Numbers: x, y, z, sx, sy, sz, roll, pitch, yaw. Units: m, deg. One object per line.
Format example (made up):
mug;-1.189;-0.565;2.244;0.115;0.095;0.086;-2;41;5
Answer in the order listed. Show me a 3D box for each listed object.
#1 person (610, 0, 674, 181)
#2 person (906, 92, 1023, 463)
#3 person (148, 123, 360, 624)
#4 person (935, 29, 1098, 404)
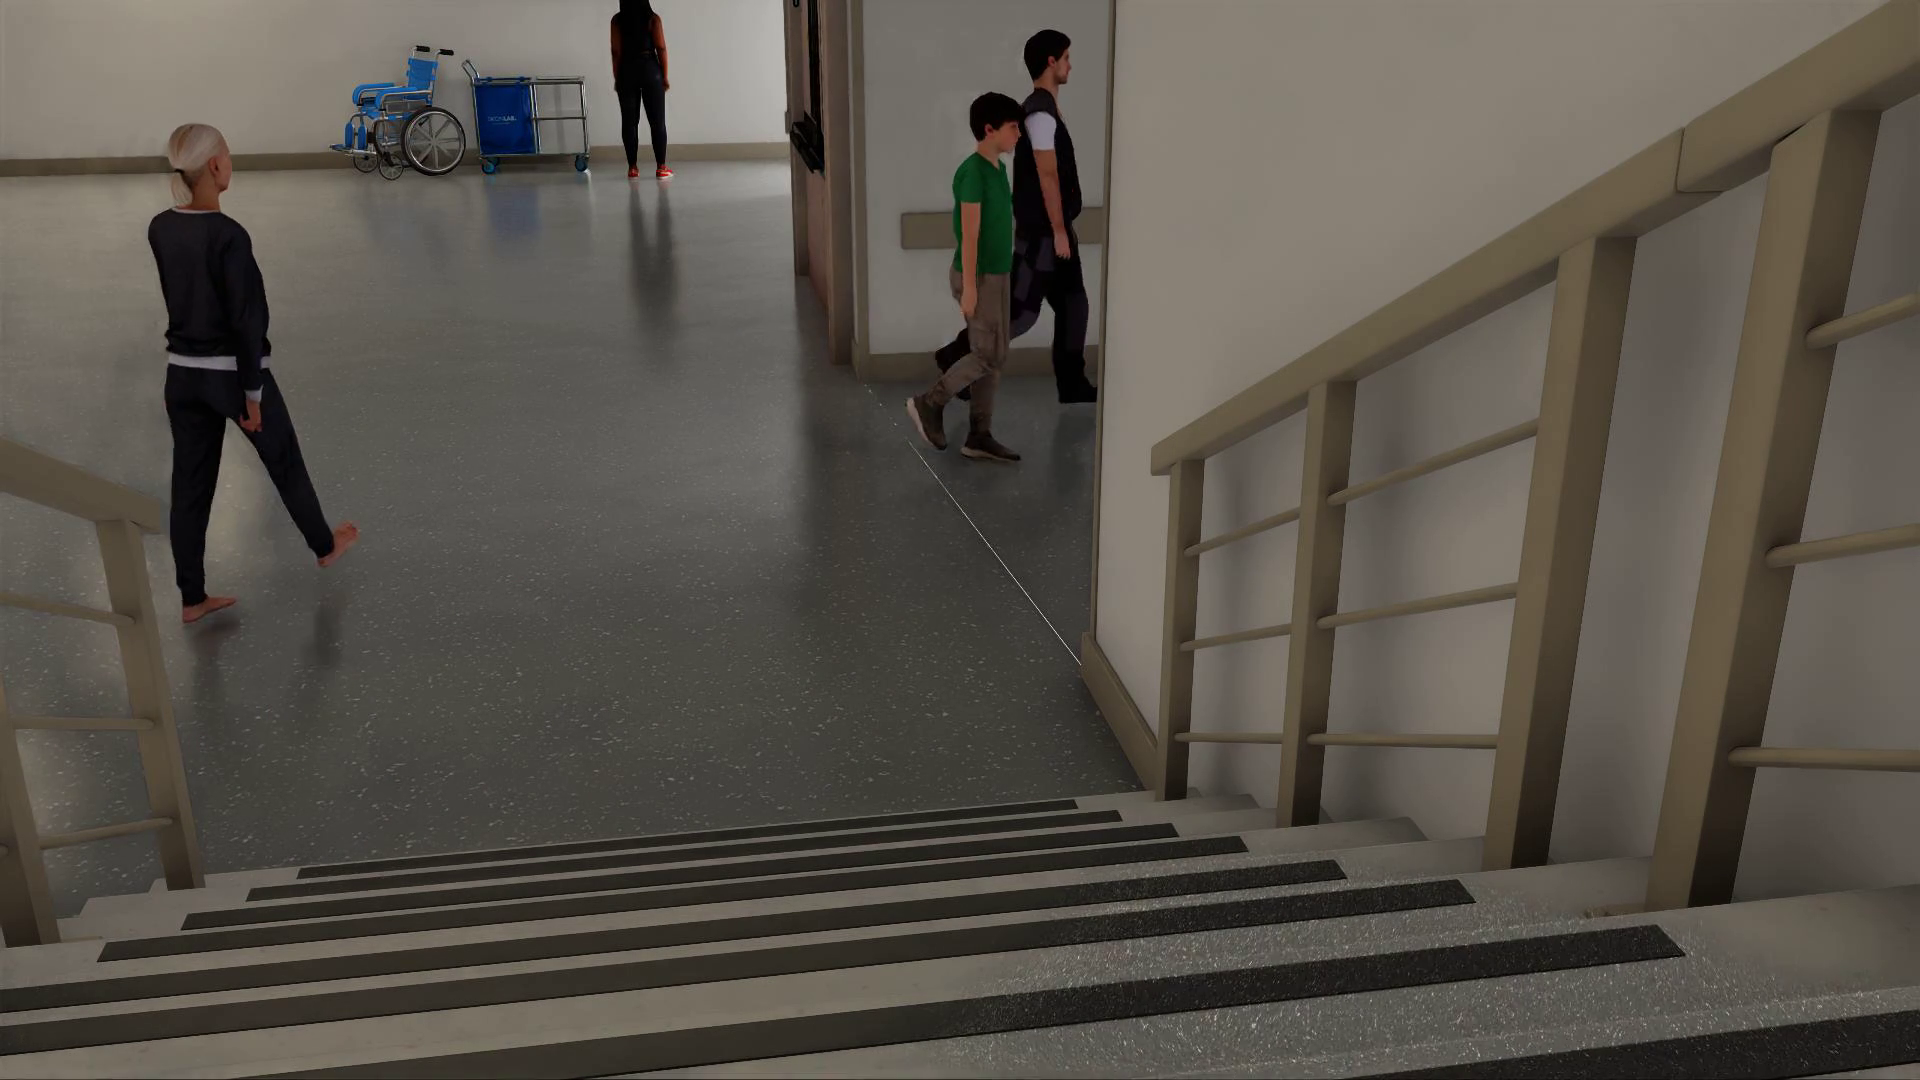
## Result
person;-2.979;-4.292;15.477;0.703;1.815;0.646;-1;21;-2
person;0.017;-1.163;7.459;0.863;1.644;0.830;10;23;25
person;-2.610;-0.531;5.731;0.886;1.684;1.139;5;21;13
person;0.306;-1.520;8.156;0.944;1.815;1.162;3;21;7
